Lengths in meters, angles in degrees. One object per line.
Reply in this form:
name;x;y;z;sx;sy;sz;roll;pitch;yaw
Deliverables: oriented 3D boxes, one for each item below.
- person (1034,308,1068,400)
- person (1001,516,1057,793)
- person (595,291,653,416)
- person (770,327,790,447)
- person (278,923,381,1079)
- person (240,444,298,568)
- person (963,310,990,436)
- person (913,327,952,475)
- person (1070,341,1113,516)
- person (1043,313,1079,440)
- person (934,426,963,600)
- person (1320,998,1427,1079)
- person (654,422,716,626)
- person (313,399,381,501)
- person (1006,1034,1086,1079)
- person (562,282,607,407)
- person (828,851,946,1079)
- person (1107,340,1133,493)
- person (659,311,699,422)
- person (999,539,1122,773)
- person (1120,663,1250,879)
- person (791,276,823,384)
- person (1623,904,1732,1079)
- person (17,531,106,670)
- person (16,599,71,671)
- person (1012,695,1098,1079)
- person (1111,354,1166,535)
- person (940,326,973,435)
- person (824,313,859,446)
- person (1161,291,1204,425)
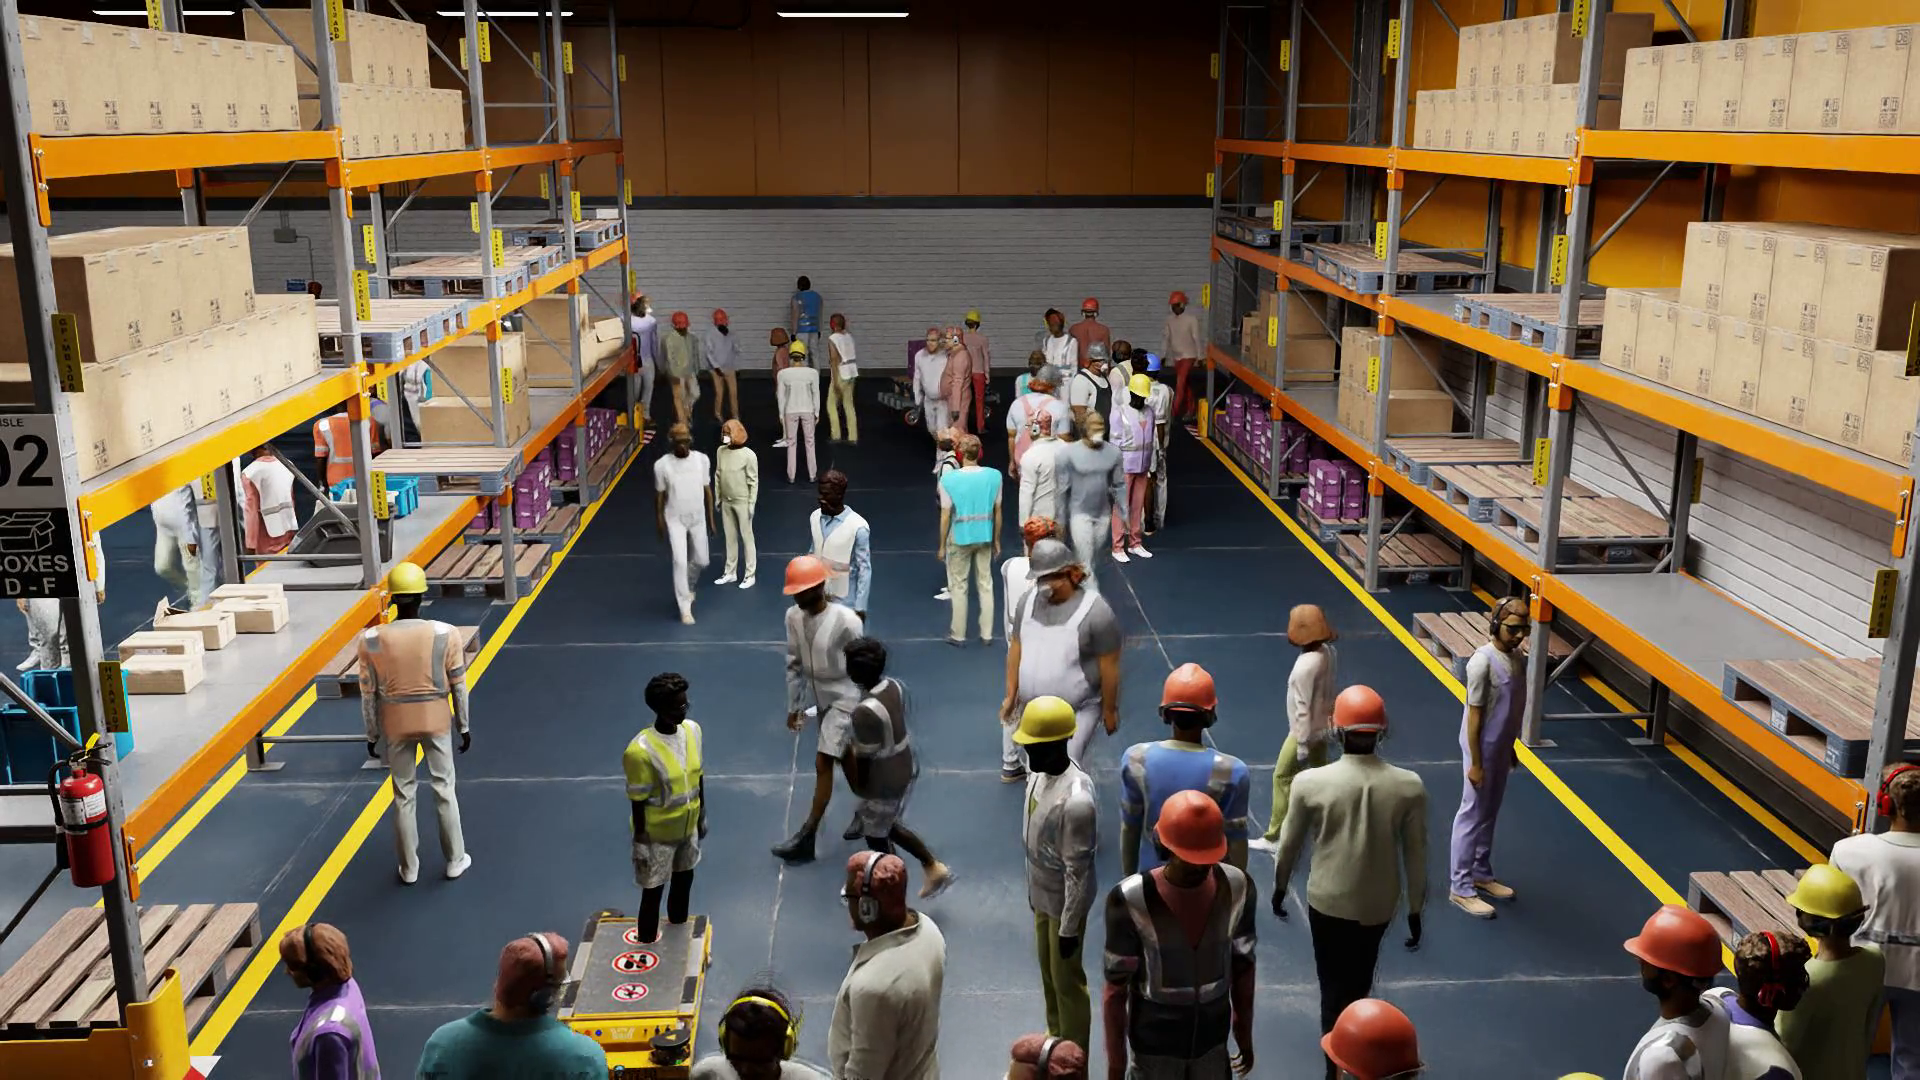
person;1.272;-2.267;22.994;0.538;1.861;0.332;4;15;16
person;0.496;0.760;11.061;0.339;1.878;0.571;-10;18;-35
person;-5.077;-2.814;25.073;0.809;1.901;0.565;4;15;15
person;-2.438;-2.084;22.709;0.285;1.634;0.499;2;14;6
person;-2.262;2.154;6.083;0.319;1.631;0.524;-5;15;-18
person;-5.860;-0.047;14.177;0.405;1.909;0.597;3;15;13
person;0.191;-2.360;23.529;0.522;1.771;0.306;6;16;23
person;-0.240;-1.810;21.197;0.661;1.866;0.791;7;16;27
person;1.500;-1.204;18.444;0.535;2.000;0.681;8;16;27
person;1.329;-2.110;22.331;0.591;1.878;0.362;12;19;40
person;-0.070;-0.253;15.527;0.314;1.632;0.515;3;15;12
person;1.180;2.273;4.885;0.622;1.992;0.395;-11;18;-38
person;-2.473;-0.181;14.855;0.528;1.827;0.591;-7;16;-24
person;-5.921;-0.585;16.160;0.610;1.964;0.366;-6;15;-21
person;0.268;2.329;4.874;0.397;1.900;0.650;4;15;14
person;-5.881;-2.979;25.412;0.730;2.000;0.703;-6;16;-23
person;-0.277;2.029;6.052;0.399;1.893;0.656;4;15;15
person;1.947;-1.479;19.950;0.430;1.837;0.629;10;17;35
person;-4.056;-2.453;24.035;0.563;1.701;0.939;-5;15;-20
person;0.554;0.949;9.993;0.701;2.000;0.965;11;18;38
person;1.029;1.554;7.638;0.607;2.036;0.412;7;16;26
person;-2.584;-3.495;27.842;0.624;1.841;0.430;-12;19;-40
person;2.329;2.128;5.569;0.359;1.939;0.542;12;19;39
person;-6.800;0.353;12.569;0.635;1.932;0.363;-7;16;-26
person;-7.505;0.132;13.475;0.584;1.911;0.392;3;15;11
person;0.426;1.621;7.600;0.396;1.920;0.587;-4;15;-14
person;1.916;-1.027;17.927;0.602;1.957;0.385;4;15;16
person;-0.051;-1.715;20.750;0.401;1.899;0.636;1;14;5
person;-1.602;-2.191;22.801;0.588;1.793;0.601;9;17;31
person;3.199;-2.672;24.395;0.980;1.939;0.615;-11;18;-38
